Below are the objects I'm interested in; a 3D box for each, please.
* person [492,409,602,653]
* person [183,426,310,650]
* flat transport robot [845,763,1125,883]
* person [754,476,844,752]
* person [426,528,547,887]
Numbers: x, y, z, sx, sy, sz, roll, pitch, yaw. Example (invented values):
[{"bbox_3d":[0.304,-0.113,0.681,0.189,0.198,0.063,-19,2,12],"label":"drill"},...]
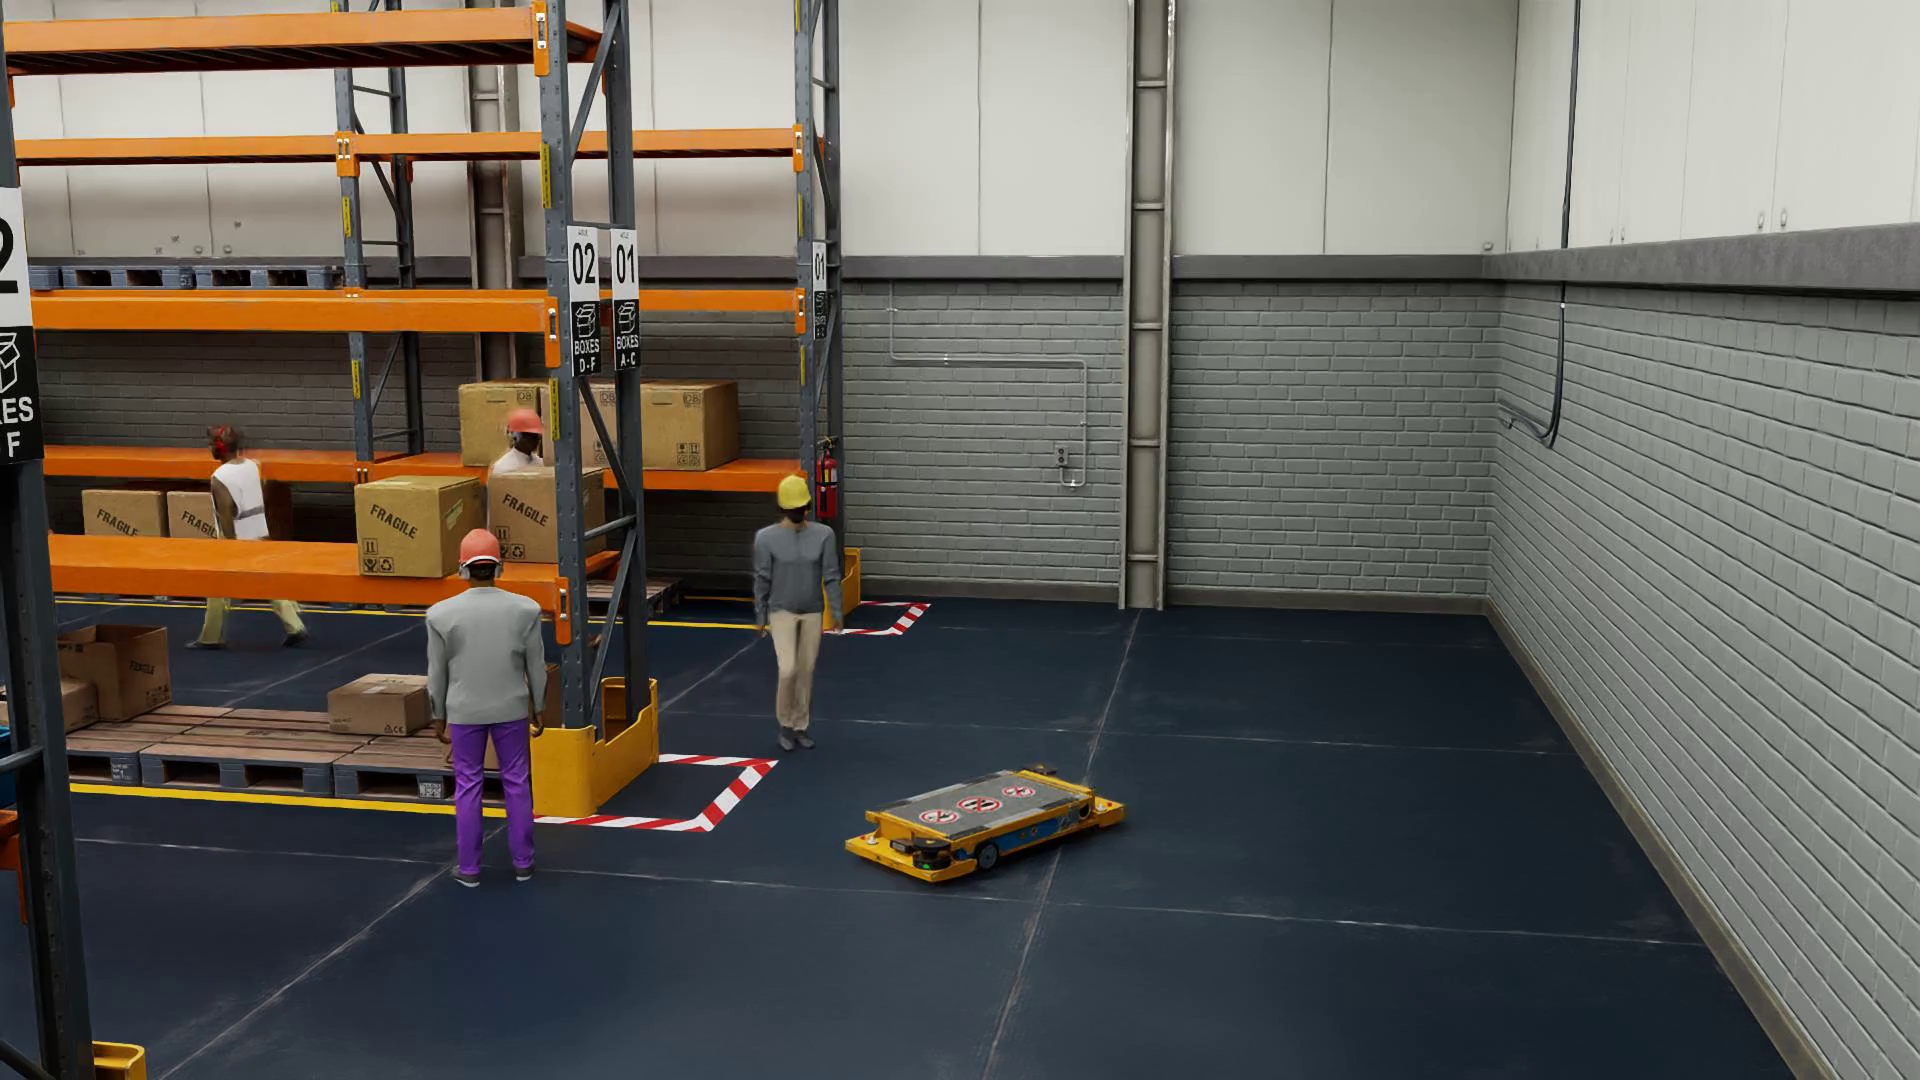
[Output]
[{"bbox_3d":[-3.258,-0.024,12.713,1.026,1.937,0.626,4,10,23],"label":"person"},{"bbox_3d":[-5.636,-0.008,13.090,0.963,1.803,0.585,2,9,10],"label":"person"},{"bbox_3d":[0.152,1.457,8.720,1.431,0.197,0.652,-9,13,-43],"label":"flat transport robot"},{"bbox_3d":[-0.994,0.462,10.335,0.540,1.739,0.462,-4,10,-24],"label":"person"},{"bbox_3d":[-2.314,0.811,8.164,0.565,1.744,0.353,-3,10,-21],"label":"person"}]
